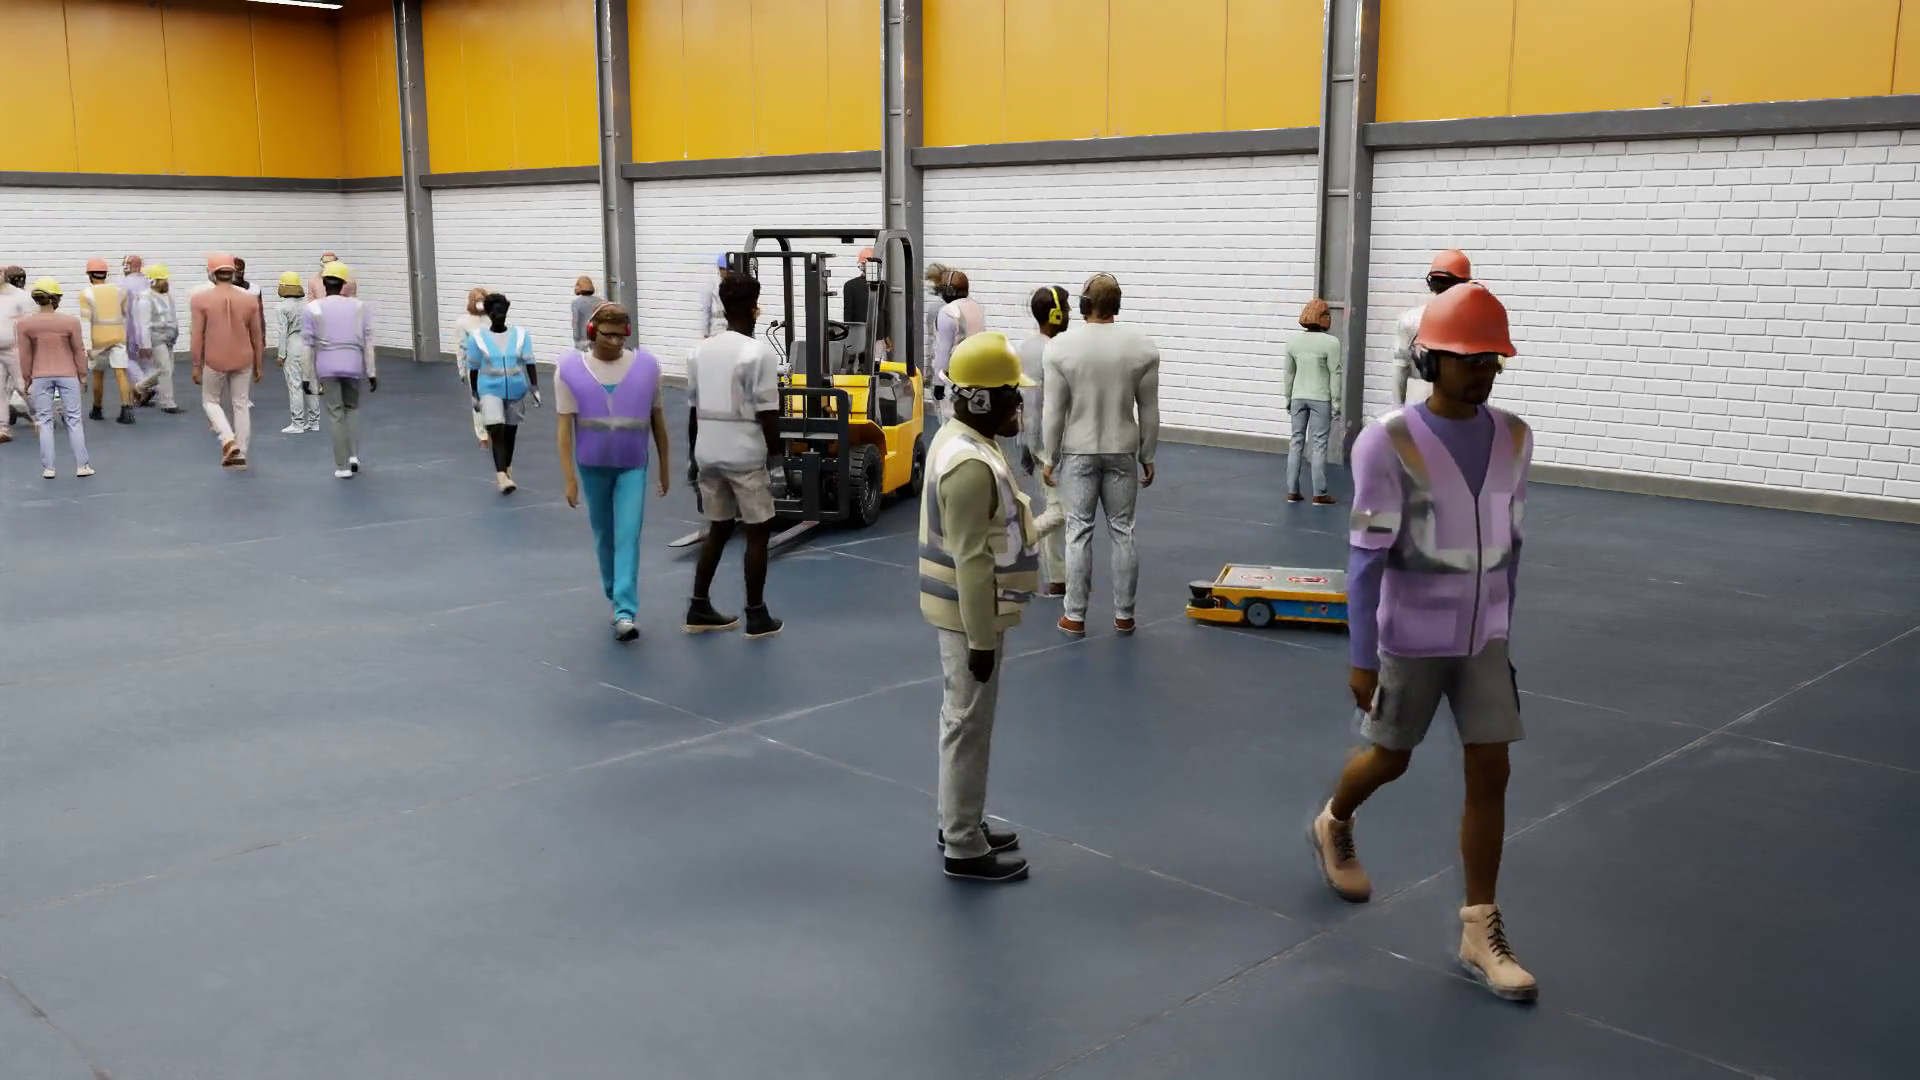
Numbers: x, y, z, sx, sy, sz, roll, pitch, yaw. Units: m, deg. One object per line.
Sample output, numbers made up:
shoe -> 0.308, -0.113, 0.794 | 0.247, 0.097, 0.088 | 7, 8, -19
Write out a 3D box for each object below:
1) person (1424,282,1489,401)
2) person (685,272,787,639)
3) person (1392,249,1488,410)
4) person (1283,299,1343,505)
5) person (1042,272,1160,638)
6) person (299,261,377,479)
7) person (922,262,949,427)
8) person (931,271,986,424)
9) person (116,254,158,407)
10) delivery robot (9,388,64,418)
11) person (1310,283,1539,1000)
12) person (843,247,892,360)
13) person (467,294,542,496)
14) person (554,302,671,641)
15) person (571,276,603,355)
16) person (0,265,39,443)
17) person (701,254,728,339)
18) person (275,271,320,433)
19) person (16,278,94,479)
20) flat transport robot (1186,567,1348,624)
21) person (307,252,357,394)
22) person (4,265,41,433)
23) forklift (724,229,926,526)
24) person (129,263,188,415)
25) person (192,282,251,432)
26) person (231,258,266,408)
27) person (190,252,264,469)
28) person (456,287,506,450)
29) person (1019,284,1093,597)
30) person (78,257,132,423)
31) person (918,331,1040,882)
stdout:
person -> 2.990, -0.633, 10.126 | 0.405, 1.847, 0.547 | 3, 11, 16
person -> -1.204, -0.441, 8.850 | 0.637, 1.941, 0.490 | 8, 13, 37
person -> 3.081, -0.827, 10.645 | 0.615, 2.041, 0.392 | 7, 12, 34
person -> 2.801, -1.092, 13.210 | 0.507, 1.633, 0.278 | 9, 14, 41
person -> 0.739, -0.440, 8.835 | 0.641, 1.938, 0.370 | -1, 10, -6
person -> -5.494, -1.492, 14.654 | 0.617, 1.897, 0.546 | -7, 13, -34
person -> -0.082, -1.564, 15.095 | 0.512, 1.894, 0.662 | 3, 11, 14
person -> -0.025, -1.369, 14.193 | 0.431, 1.836, 0.619 | 6, 12, 30
person -> -10.216, -2.588, 20.647 | 0.421, 1.892, 0.674 | 3, 11, 18
delivery robot -> -10.312, -1.579, 18.555 | 0.707, 0.478, 0.477 | 3, 11, 15
person -> 1.381, 0.242, 4.943 | 0.621, 2.007, 0.987 | -4, 11, -19
person -> -1.045, -2.332, 18.983 | 0.613, 1.995, 0.390 | -7, 12, -32
person -> -3.756, -1.201, 13.723 | 0.546, 1.640, 0.876 | -6, 12, -28
person -> -1.829, -0.365, 8.836 | 0.578, 1.779, 0.953 | -2, 11, -11
person -> -4.744, -2.543, 21.182 | 0.510, 1.619, 0.449 | -10, 14, -42
person -> -9.858, -1.951, 17.280 | 0.663, 1.874, 0.730 | 0, 10, -1
person -> -2.788, -2.533, 20.302 | 0.630, 1.898, 0.965 | -9, 14, -42
person -> -7.211, -2.034, 18.049 | 0.294, 1.744, 0.485 | 5, 11, 24
person -> -7.960, -1.416, 14.632 | 0.523, 1.763, 0.329 | -4, 11, -19
flat transport robot -> 2.016, 0.318, 9.242 | 1.431, 0.197, 0.652 | 3, 11, 16
person -> -8.439, -2.913, 22.397 | 0.641, 1.909, 0.409 | -3, 11, -18
person -> -10.183, -2.051, 17.946 | 0.769, 1.818, 0.630 | 9, 14, 41
forklift -> -1.050, -1.319, 12.920 | 1.214, 2.155, 2.313 | 2, 11, 13
person -> -9.605, -2.379, 19.761 | 0.678, 1.807, 0.610 | 0, 10, -1
person -> -8.104, -2.171, 18.274 | 0.614, 1.948, 1.018 | -3, 11, -18
person -> -9.045, -2.602, 20.850 | 0.611, 1.862, 0.993 | -8, 13, -38
person -> -6.663, -1.620, 15.134 | 0.648, 1.980, 0.434 | -8, 13, -39
person -> -4.798, -1.730, 16.705 | 0.513, 1.622, 0.446 | -5, 12, -26
person -> 0.469, -0.542, 9.639 | 0.700, 1.843, 0.533 | -5, 11, -23
person -> -9.762, -2.277, 19.019 | 0.534, 1.884, 0.981 | -9, 14, -41
person -> 0.063, 0.225, 5.513 | 0.403, 1.828, 0.596 | 0, 10, -1
